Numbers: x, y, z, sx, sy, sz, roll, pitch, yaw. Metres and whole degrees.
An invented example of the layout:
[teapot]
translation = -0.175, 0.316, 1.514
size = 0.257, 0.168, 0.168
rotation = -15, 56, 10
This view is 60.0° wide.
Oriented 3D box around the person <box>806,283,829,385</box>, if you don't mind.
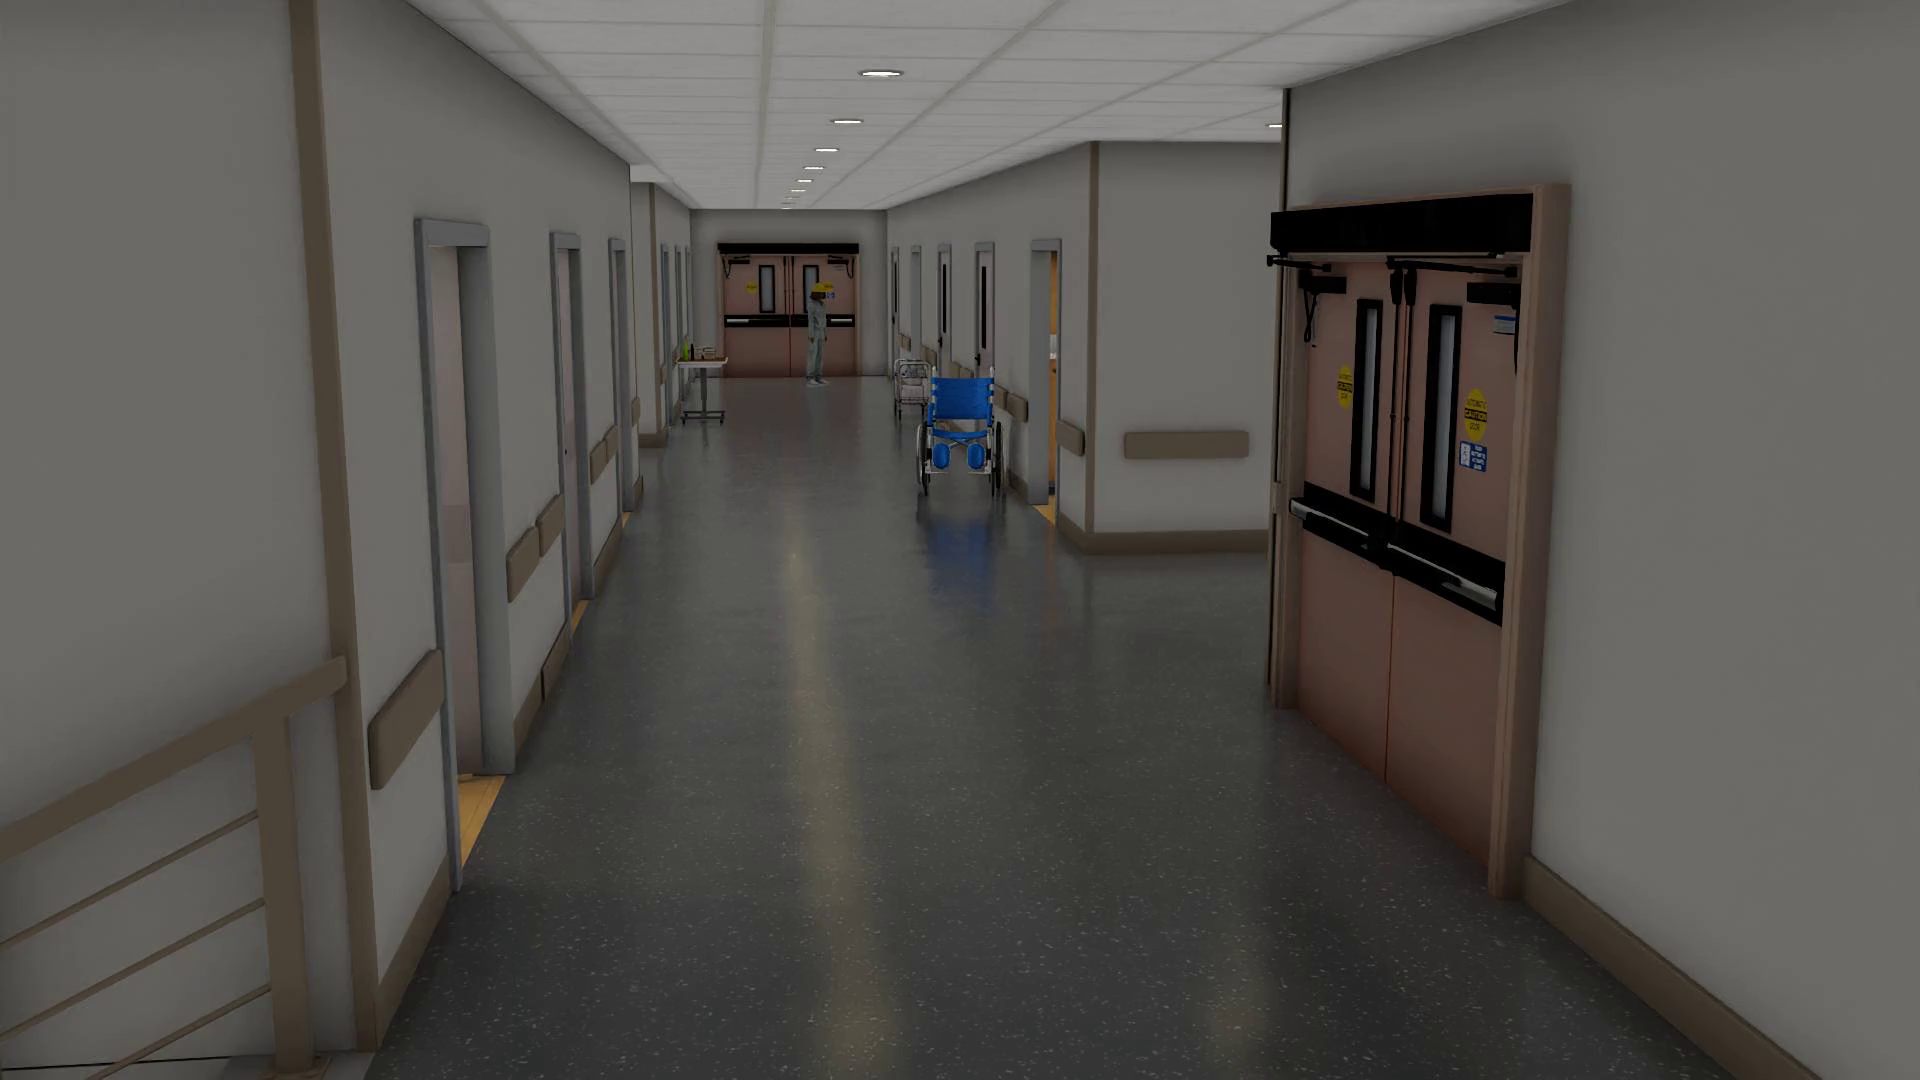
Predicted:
[person]
translation = -2.416, -3.502, 28.322
size = 0.345, 1.734, 0.485
rotation = 5, 11, 27
